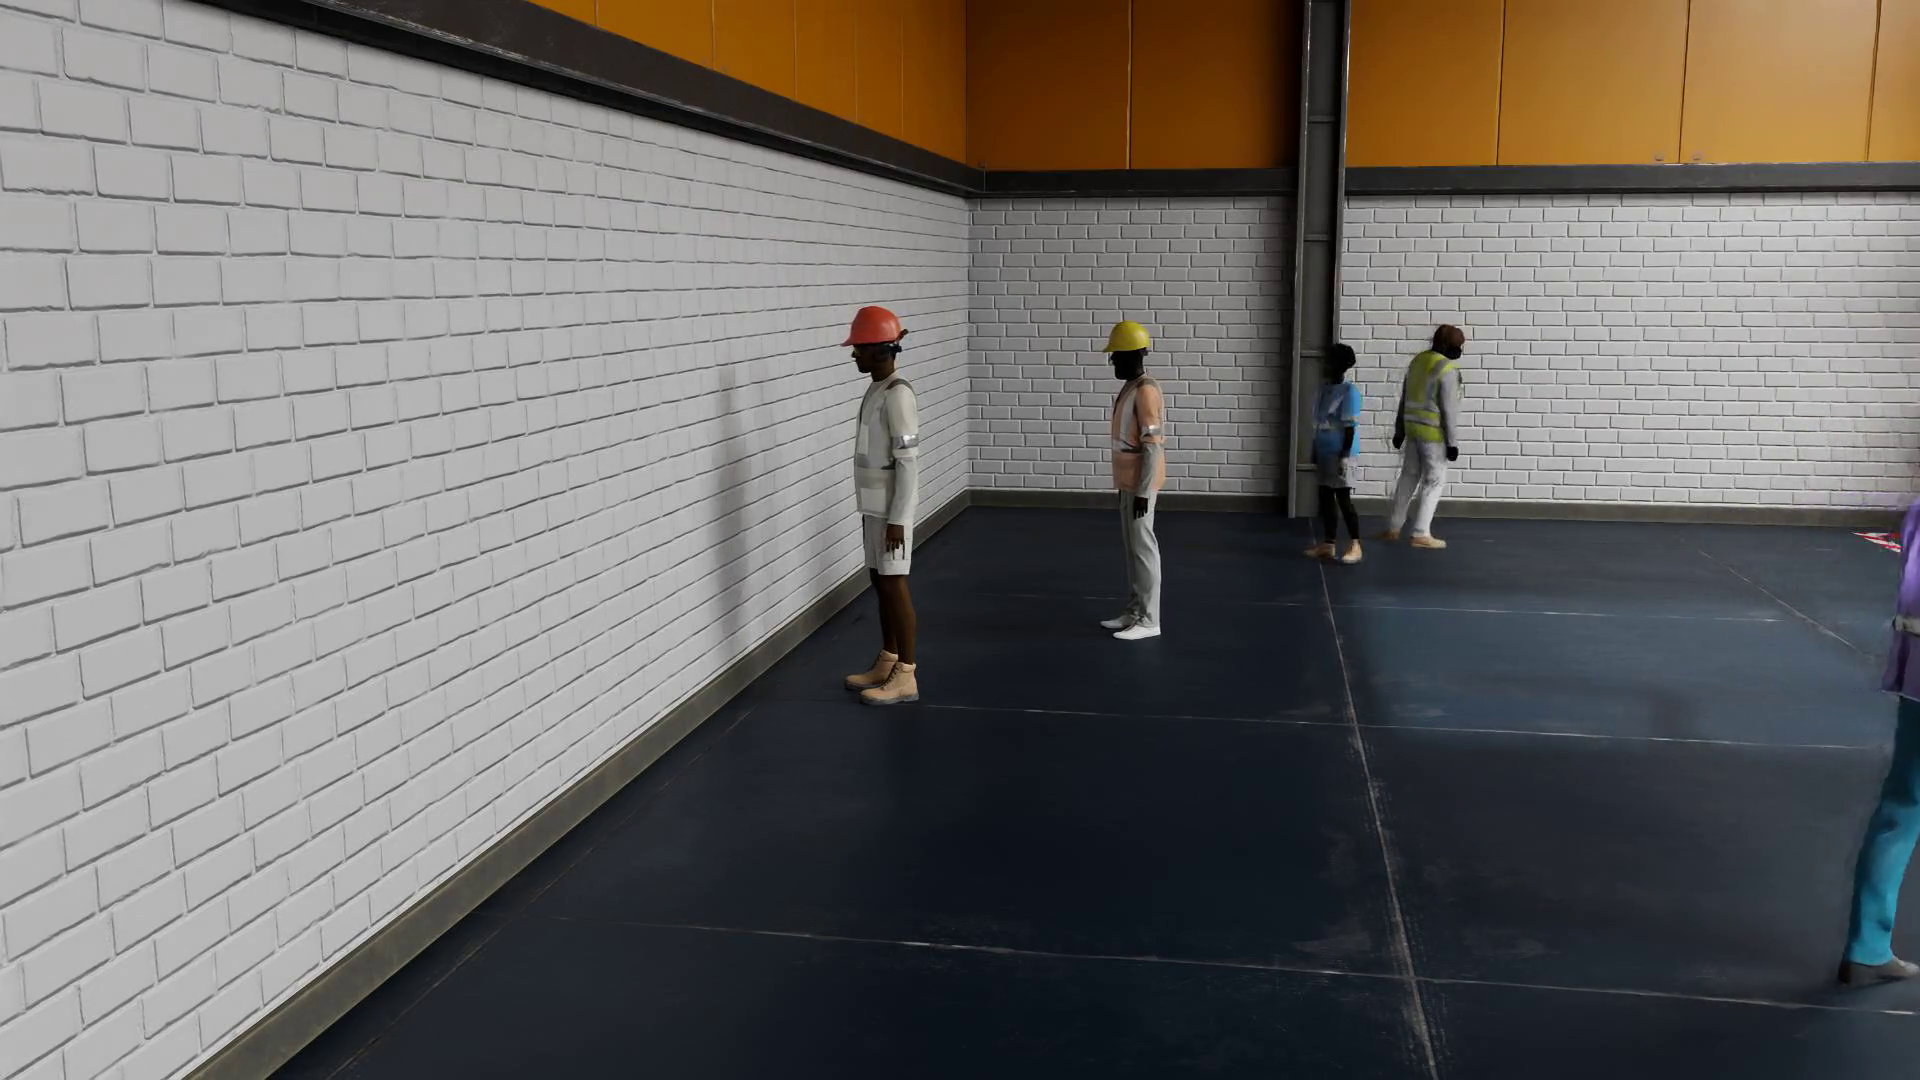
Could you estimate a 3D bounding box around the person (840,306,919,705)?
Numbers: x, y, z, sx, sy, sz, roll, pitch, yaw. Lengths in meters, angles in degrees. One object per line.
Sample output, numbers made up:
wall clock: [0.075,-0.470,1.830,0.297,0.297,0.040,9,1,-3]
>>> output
person: [-0.414,-0.175,8.568,0.382,2.040,0.616,-3,10,-16]

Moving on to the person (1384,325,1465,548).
person: [3.761,-0.834,13.417,0.471,1.803,0.750,-3,10,-17]

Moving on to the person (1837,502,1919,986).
person: [3.192,0.500,5.134,0.982,1.796,0.576,-3,10,-17]

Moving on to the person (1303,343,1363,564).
person: [2.880,-0.655,12.675,0.350,1.681,0.598,-2,9,-15]

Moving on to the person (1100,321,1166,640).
person: [1.045,-0.356,10.052,0.383,1.923,0.590,-1,9,-4]
